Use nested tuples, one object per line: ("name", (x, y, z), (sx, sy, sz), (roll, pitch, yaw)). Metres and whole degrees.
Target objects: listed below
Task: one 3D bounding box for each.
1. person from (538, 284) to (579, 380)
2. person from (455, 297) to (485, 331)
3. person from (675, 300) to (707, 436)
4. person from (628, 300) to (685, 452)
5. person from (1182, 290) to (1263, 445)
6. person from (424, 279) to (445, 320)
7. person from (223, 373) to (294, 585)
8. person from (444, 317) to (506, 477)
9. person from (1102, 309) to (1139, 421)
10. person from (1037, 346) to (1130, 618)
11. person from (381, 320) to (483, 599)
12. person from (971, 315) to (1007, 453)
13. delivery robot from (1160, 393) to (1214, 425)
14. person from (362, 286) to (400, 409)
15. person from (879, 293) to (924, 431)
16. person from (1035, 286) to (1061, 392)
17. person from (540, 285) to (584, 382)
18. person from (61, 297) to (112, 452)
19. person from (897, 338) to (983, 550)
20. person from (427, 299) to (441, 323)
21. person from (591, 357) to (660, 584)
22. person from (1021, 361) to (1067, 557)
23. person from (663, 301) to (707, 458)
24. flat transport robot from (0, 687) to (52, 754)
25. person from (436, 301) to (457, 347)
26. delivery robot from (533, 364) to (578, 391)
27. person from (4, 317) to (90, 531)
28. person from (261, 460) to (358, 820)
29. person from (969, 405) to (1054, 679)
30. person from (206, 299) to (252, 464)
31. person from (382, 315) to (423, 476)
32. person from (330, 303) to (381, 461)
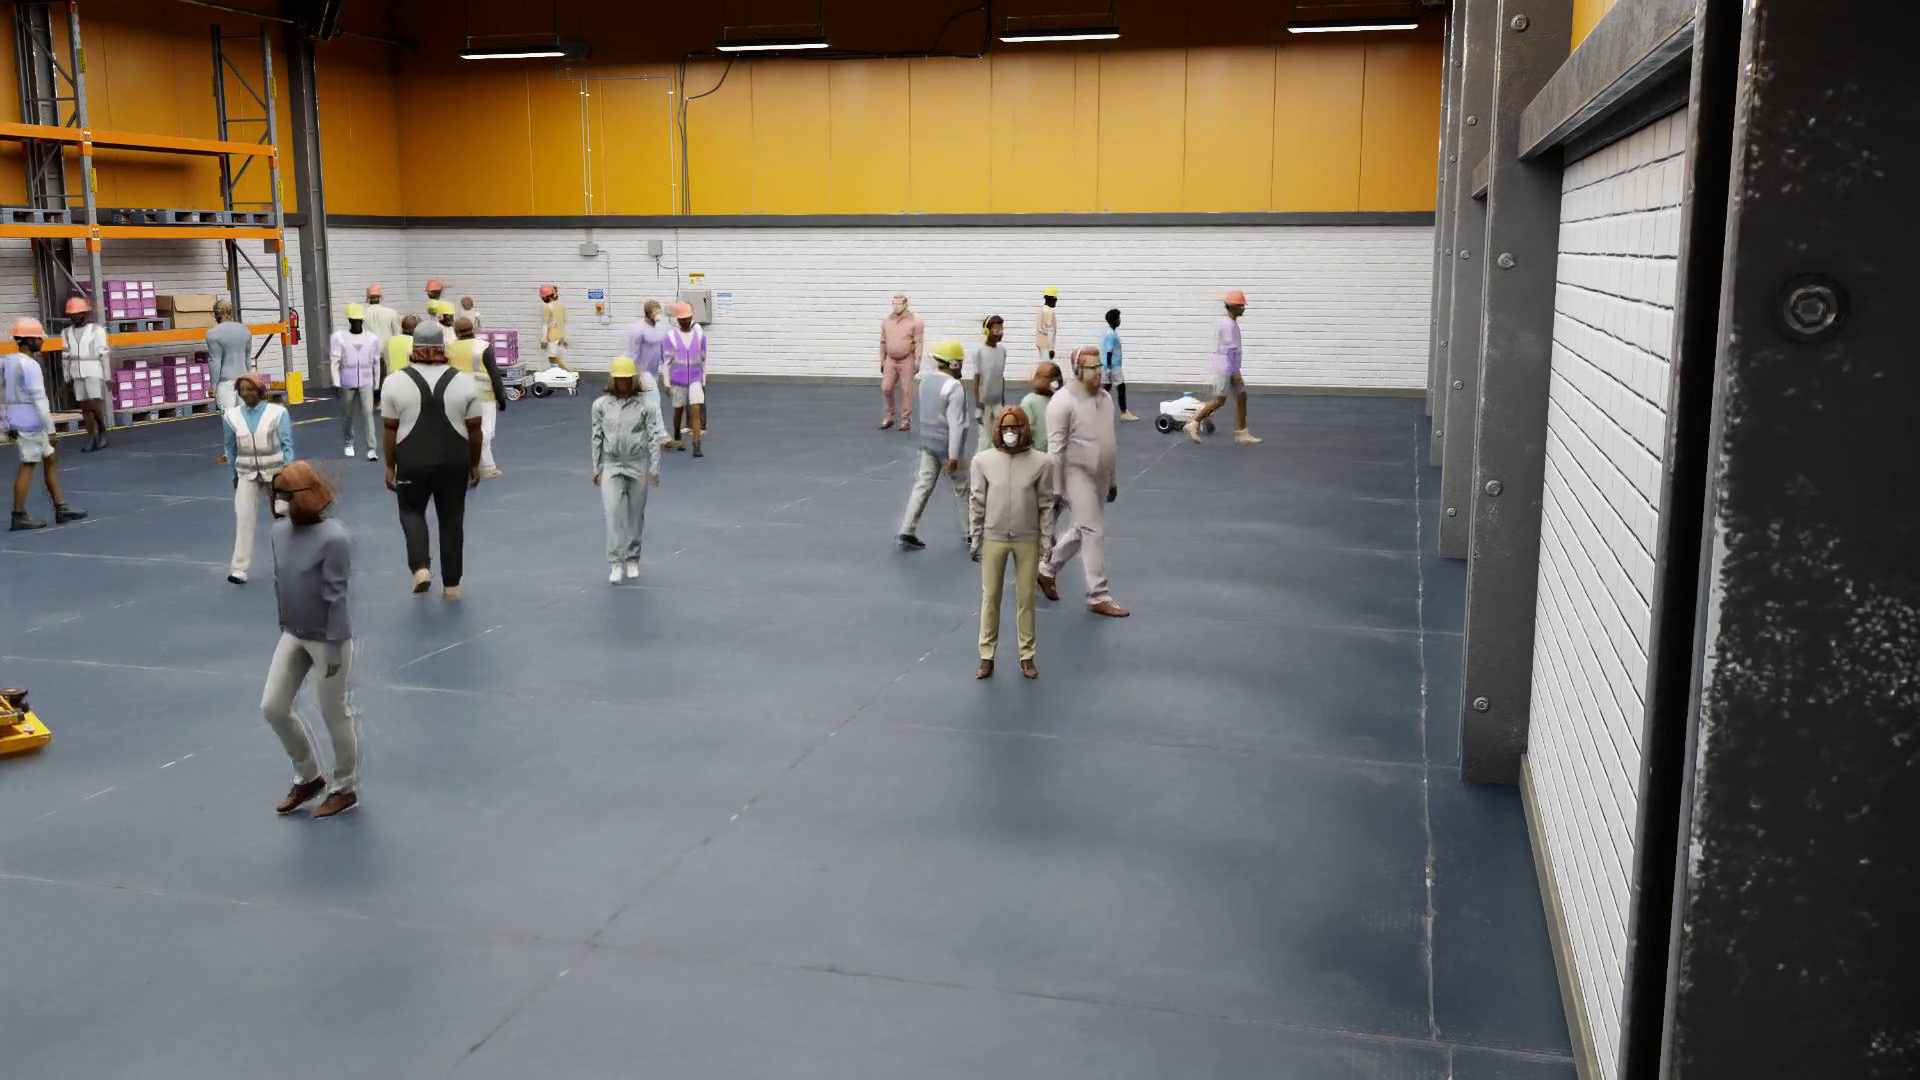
("person", (-7.135, -3.588, 29.498), (0.742, 1.901, 0.560), (2, 10, 13))
("person", (-8.969, -3.622, 30.476), (0.559, 1.629, 0.448), (-2, 10, -10))
("person", (-3.655, -2.314, 22.448), (0.506, 1.836, 0.357), (10, 14, 44))
("person", (-3.810, -2.037, 20.721), (0.993, 1.881, 0.633), (3, 11, 19))
("person", (3.391, -2.215, 21.415), (0.977, 2.011, 0.618), (3, 10, 17))
("person", (-8.940, -3.502, 28.774), (0.998, 2.005, 0.593), (-8, 13, -39))
("person", (-5.314, -0.461, 12.629), (0.532, 1.594, 0.861), (-1, 10, -6))
("person", (-5.330, -1.532, 18.185), (0.633, 1.797, 0.797), (4, 11, 22))
("person", (2.190, -2.556, 24.313), (0.805, 1.656, 0.536), (0, 10, 0))
("person", (0.837, -0.432, 11.670), (0.881, 1.875, 0.651), (8, 13, 39))
("person", (-3.809, -0.581, 12.042), (0.706, 2.000, 0.540), (-4, 11, -23))
("person", (0.316, -1.383, 17.110), (0.527, 1.856, 0.383), (-9, 13, -41))
("delivery robot", (3.106, -1.772, 22.726), (0.707, 0.478, 0.477), (6, 12, 31))
("person", (-9.009, -2.960, 25.814), (0.624, 1.946, 1.024), (-3, 10, -16))
("person", (-0.837, -2.466, 23.138), (0.661, 1.901, 0.473), (3, 11, 18))
("person", (1.415, -3.127, 26.797), (0.386, 1.920, 0.590), (-2, 10, -14))
("person", (-7.459, -3.783, 30.787), (0.862, 1.831, 0.556), (-8, 13, -38))
("person", (-10.847, -2.038, 20.619), (0.577, 1.923, 0.400), (1, 10, 4))
("person", (-0.155, -0.803, 14.019), (0.923, 1.791, 0.591), (-8, 13, -38))
("person", (-7.792, -2.703, 24.830), (0.532, 1.771, 0.304), (3, 11, 18))
("person", (-2.526, -0.521, 12.595), (0.512, 1.709, 0.784), (-2, 10, -12))
("person", (0.715, -0.657, 13.658), (0.508, 1.622, 0.338), (-7, 12, -33))
("person", (-3.384, -1.988, 20.447), (0.542, 1.900, 0.964), (-3, 11, -18))
("flat transport robot", (-5.359, 0.979, 8.215), (1.431, 0.197, 0.652), (-8, 13, -39))
("person", (-7.156, -2.399, 23.002), (0.770, 1.808, 0.600), (4, 11, 20))
("delivery robot", (-6.853, -2.743, 28.224), (0.707, 0.478, 0.477), (0, 10, 1))
("person", (-8.295, -1.057, 15.090), (0.831, 1.908, 0.580), (-10, 14, -44))
("person", (-2.890, 0.458, 7.365), (0.501, 1.619, 0.425), (5, 11, 27))
("person", (0.305, 0.013, 9.826), (0.502, 1.632, 0.277), (0, 10, 2))
("person", (-8.573, -1.851, 19.524), (0.372, 1.939, 0.631), (4, 11, 20))
("person", (-6.139, -1.628, 18.690), (0.608, 1.779, 0.970), (2, 10, 14))
("person", (-7.263, -1.903, 20.011), (0.606, 1.880, 1.008), (-6, 12, -29))
